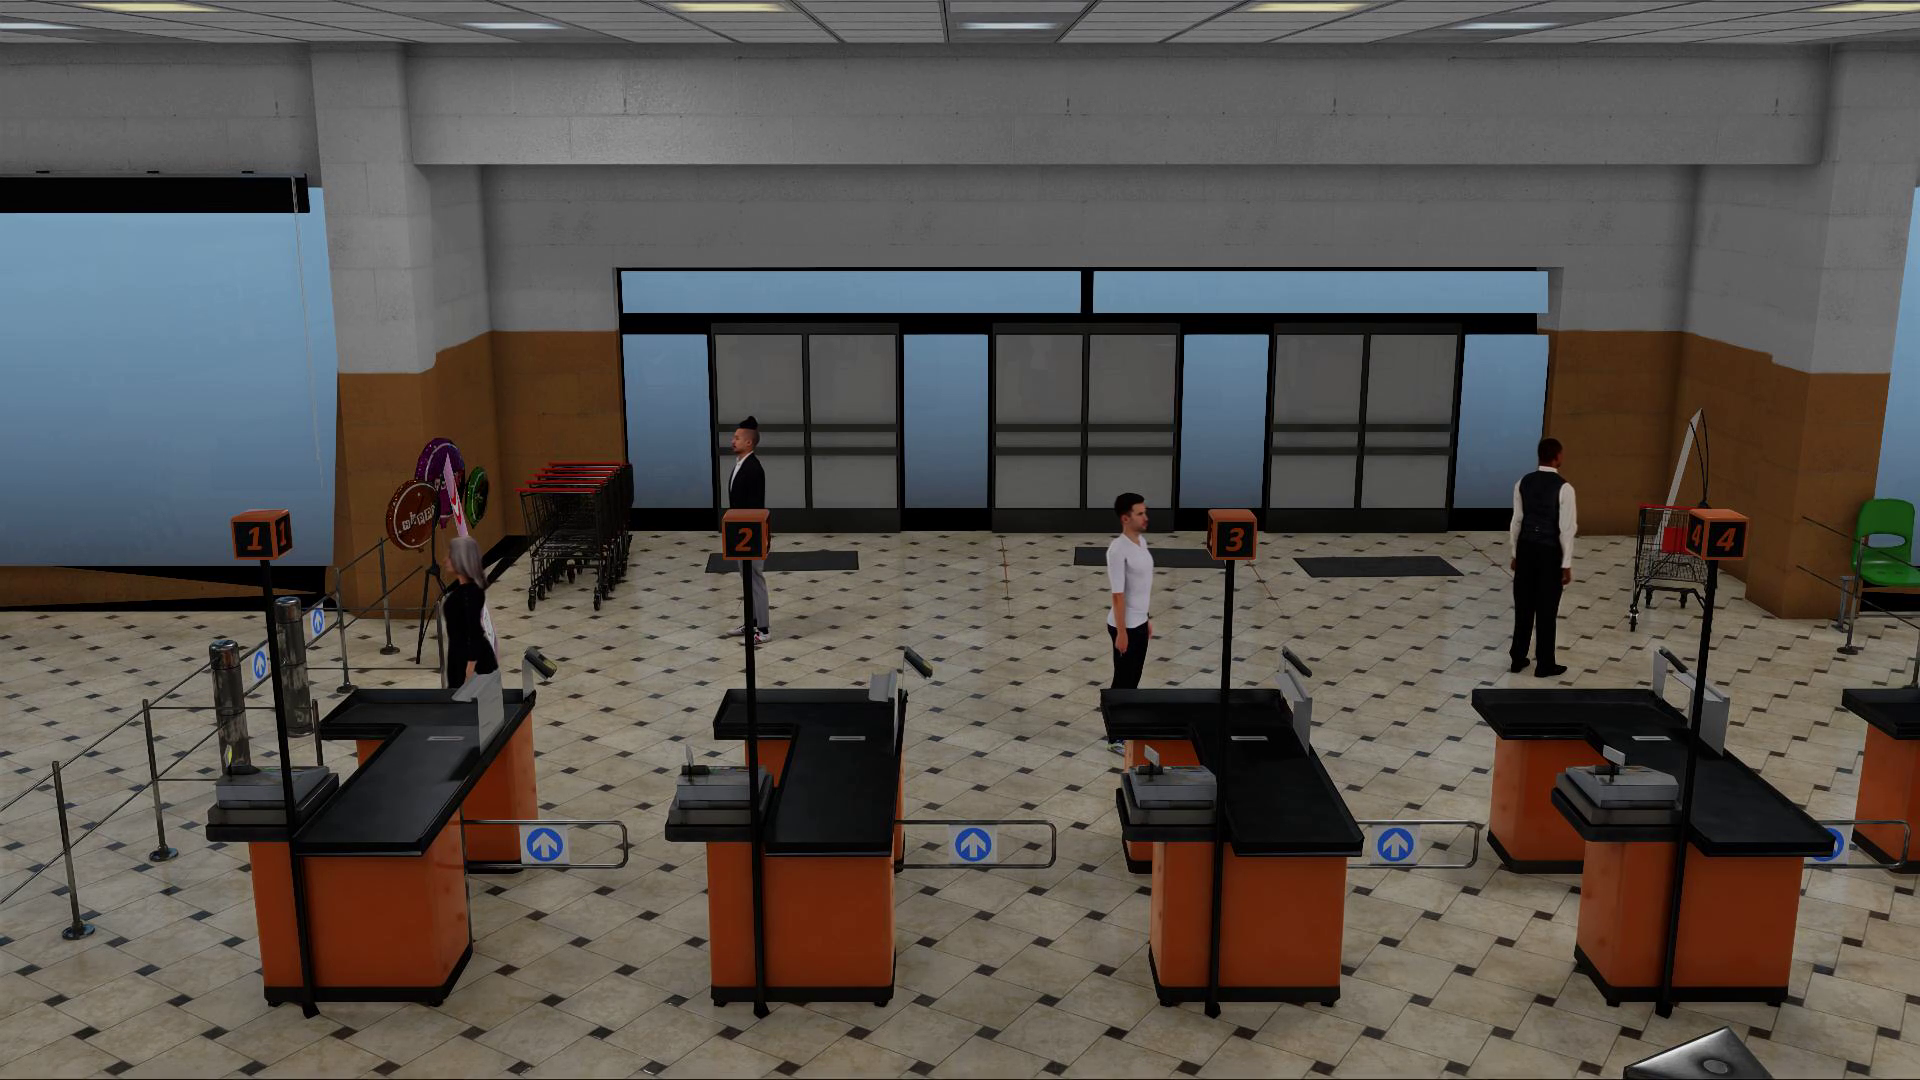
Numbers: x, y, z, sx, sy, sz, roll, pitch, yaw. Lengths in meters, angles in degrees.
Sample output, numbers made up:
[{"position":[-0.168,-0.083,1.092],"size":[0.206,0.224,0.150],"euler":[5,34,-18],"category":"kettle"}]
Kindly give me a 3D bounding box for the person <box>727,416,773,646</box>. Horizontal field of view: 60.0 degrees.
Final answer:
[{"position":[-1.791,-0.090,14.178],"size":[0.852,1.950,0.688],"euler":[-6,15,-23],"category":"person"}]

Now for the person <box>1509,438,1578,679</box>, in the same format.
[{"position":[4.648,0.132,13.330],"size":[0.838,1.918,0.762],"euler":[-12,18,-40],"category":"person"}]

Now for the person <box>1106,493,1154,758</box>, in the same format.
[{"position":[1.181,0.574,11.647],"size":[0.810,1.852,0.678],"euler":[7,15,27],"category":"person"}]

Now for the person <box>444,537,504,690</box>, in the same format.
[{"position":[-3.188,0.823,10.843],"size":[0.739,1.747,0.621],"euler":[-5,15,-20],"category":"person"}]
